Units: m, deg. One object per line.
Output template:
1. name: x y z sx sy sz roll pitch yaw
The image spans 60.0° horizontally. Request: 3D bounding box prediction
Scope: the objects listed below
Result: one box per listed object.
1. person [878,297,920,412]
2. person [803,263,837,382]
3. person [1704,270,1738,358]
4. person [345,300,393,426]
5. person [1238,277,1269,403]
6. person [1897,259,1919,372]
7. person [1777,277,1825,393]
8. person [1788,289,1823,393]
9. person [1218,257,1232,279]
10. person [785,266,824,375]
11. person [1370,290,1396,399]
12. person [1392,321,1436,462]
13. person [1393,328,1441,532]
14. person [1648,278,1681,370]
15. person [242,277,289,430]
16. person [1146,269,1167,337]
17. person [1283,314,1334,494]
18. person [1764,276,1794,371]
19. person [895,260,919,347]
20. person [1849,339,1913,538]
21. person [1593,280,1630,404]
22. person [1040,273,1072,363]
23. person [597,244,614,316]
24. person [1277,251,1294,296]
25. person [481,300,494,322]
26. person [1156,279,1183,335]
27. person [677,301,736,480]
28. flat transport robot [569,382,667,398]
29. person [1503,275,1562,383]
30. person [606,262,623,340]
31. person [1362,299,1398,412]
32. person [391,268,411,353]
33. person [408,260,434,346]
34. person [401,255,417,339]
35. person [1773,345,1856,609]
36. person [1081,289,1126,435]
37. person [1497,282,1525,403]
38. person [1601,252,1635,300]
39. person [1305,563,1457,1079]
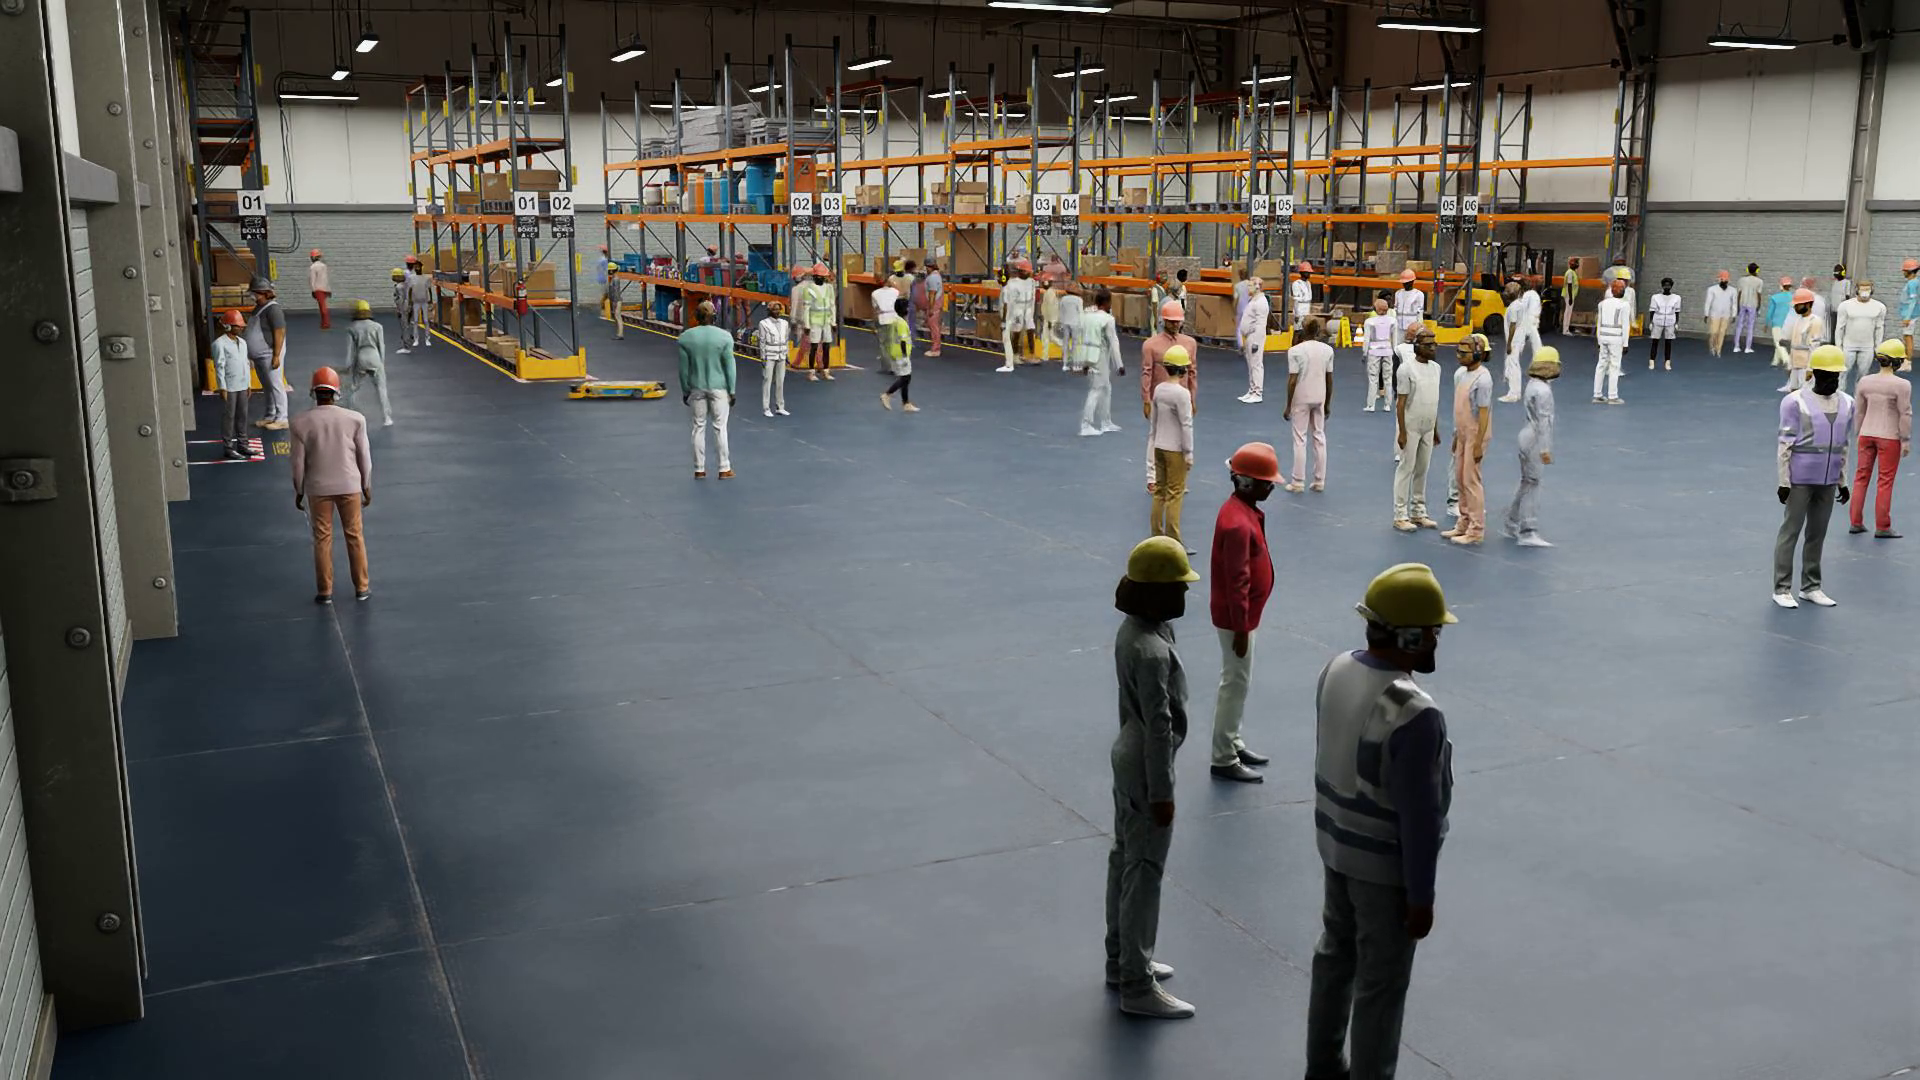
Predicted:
1. person: -0.869 -2.653 23.938 0.570 1.675 0.546 -3 11 -13
2. person: -2.382 -3.708 28.423 0.602 2.031 0.420 -8 14 -36
3. person: 15.182 -4.494 33.129 0.596 1.731 0.554 1 11 7
4. person: -8.151 -2.405 22.665 0.702 1.700 0.501 -2 11 -9
5. person: 4.469 -3.047 25.360 0.408 1.908 0.641 0 11 0
6. person: 17.260 -4.086 30.297 0.395 2.040 0.609 7 13 30
7. person: 13.433 -3.228 26.383 0.639 1.872 0.889 -6 13 -27
8. person: 10.705 -2.232 21.183 0.391 1.923 0.554 0 11 -1
9. person: 7.609 -7.280 47.565 0.507 1.632 0.265 1 11 6
10. person: -2.755 -3.926 29.760 1.067 1.921 0.633 7 13 33
11. person: 6.566 -3.032 25.817 0.541 1.695 0.316 -7 13 -33
12. person: 5.230 -1.700 19.193 0.514 1.641 0.309 8 14 35
13. person: 4.171 -1.001 15.119 0.506 1.846 0.345 -7 13 -33
14. person: 12.920 -3.959 30.529 0.535 1.697 0.318 3 12 16
15. person: -9.296 -2.496 22.214 0.536 2.000 0.688 -10 15 -41
16. person: 3.631 -4.051 30.612 0.388 1.847 0.563 4 12 17
17. person: 3.580 -1.392 17.102 0.511 1.844 0.328 -3 12 -16
18. person: 15.137 -3.977 30.561 0.560 1.723 0.815 -1 11 -5
19. person: -1.195 -5.080 35.793 0.634 1.870 0.442 7 13 33
20. person: 8.211 -0.900 14.809 0.309 1.769 0.525 -5 12 -25
21. person: 9.880 -2.996 25.192 0.355 1.876 0.574 -6 12 -26
22. person: 1.795 -4.261 32.000 0.644 1.722 0.568 1 11 3
23. person: -9.875 -7.260 46.496 0.472 2.009 0.609 -3 12 -15
24. person: 9.032 -7.141 46.349 0.591 1.834 0.404 5 12 24
25. person: -12.575 -6.680 44.010 0.560 1.837 0.392 5 12 24
26. person: 3.050 -2.841 24.287 0.390 1.925 0.624 -1 11 -4
27. person: -2.716 -1.607 17.957 0.627 1.941 0.371 1 11 7
28. flat transport robot: -5.341 -2.359 26.029 1.431 0.197 0.652 -1 11 -4
29. person: 9.733 -3.570 28.199 0.996 1.829 0.591 -1 11 -5
30. person: -7.858 -5.428 37.843 0.341 1.757 0.518 -4 12 -20
31. person: 6.079 -2.666 24.096 0.513 1.642 0.311 -1 11 -6
32. person: -11.552 -4.735 34.350 0.312 1.744 0.487 -2 11 -11
33. person: -11.688 -5.132 36.067 0.514 1.864 0.332 -3 11 -14
34. person: -12.588 -5.547 38.083 0.492 1.912 0.567 -5 12 -25
35. person: 6.250 -0.461 12.165 0.587 1.928 0.363 -2 11 -12
36. person: 1.906 -2.308 21.660 0.830 1.886 0.603 -5 12 -23
37. person: 8.440 -3.018 25.403 0.343 1.837 0.503 6 12 26
38. person: 14.536 -5.358 36.759 0.682 2.000 0.535 6 12 27
39. person: 1.313 0.968 5.174 0.404 1.823 0.589 -3 12 -16
